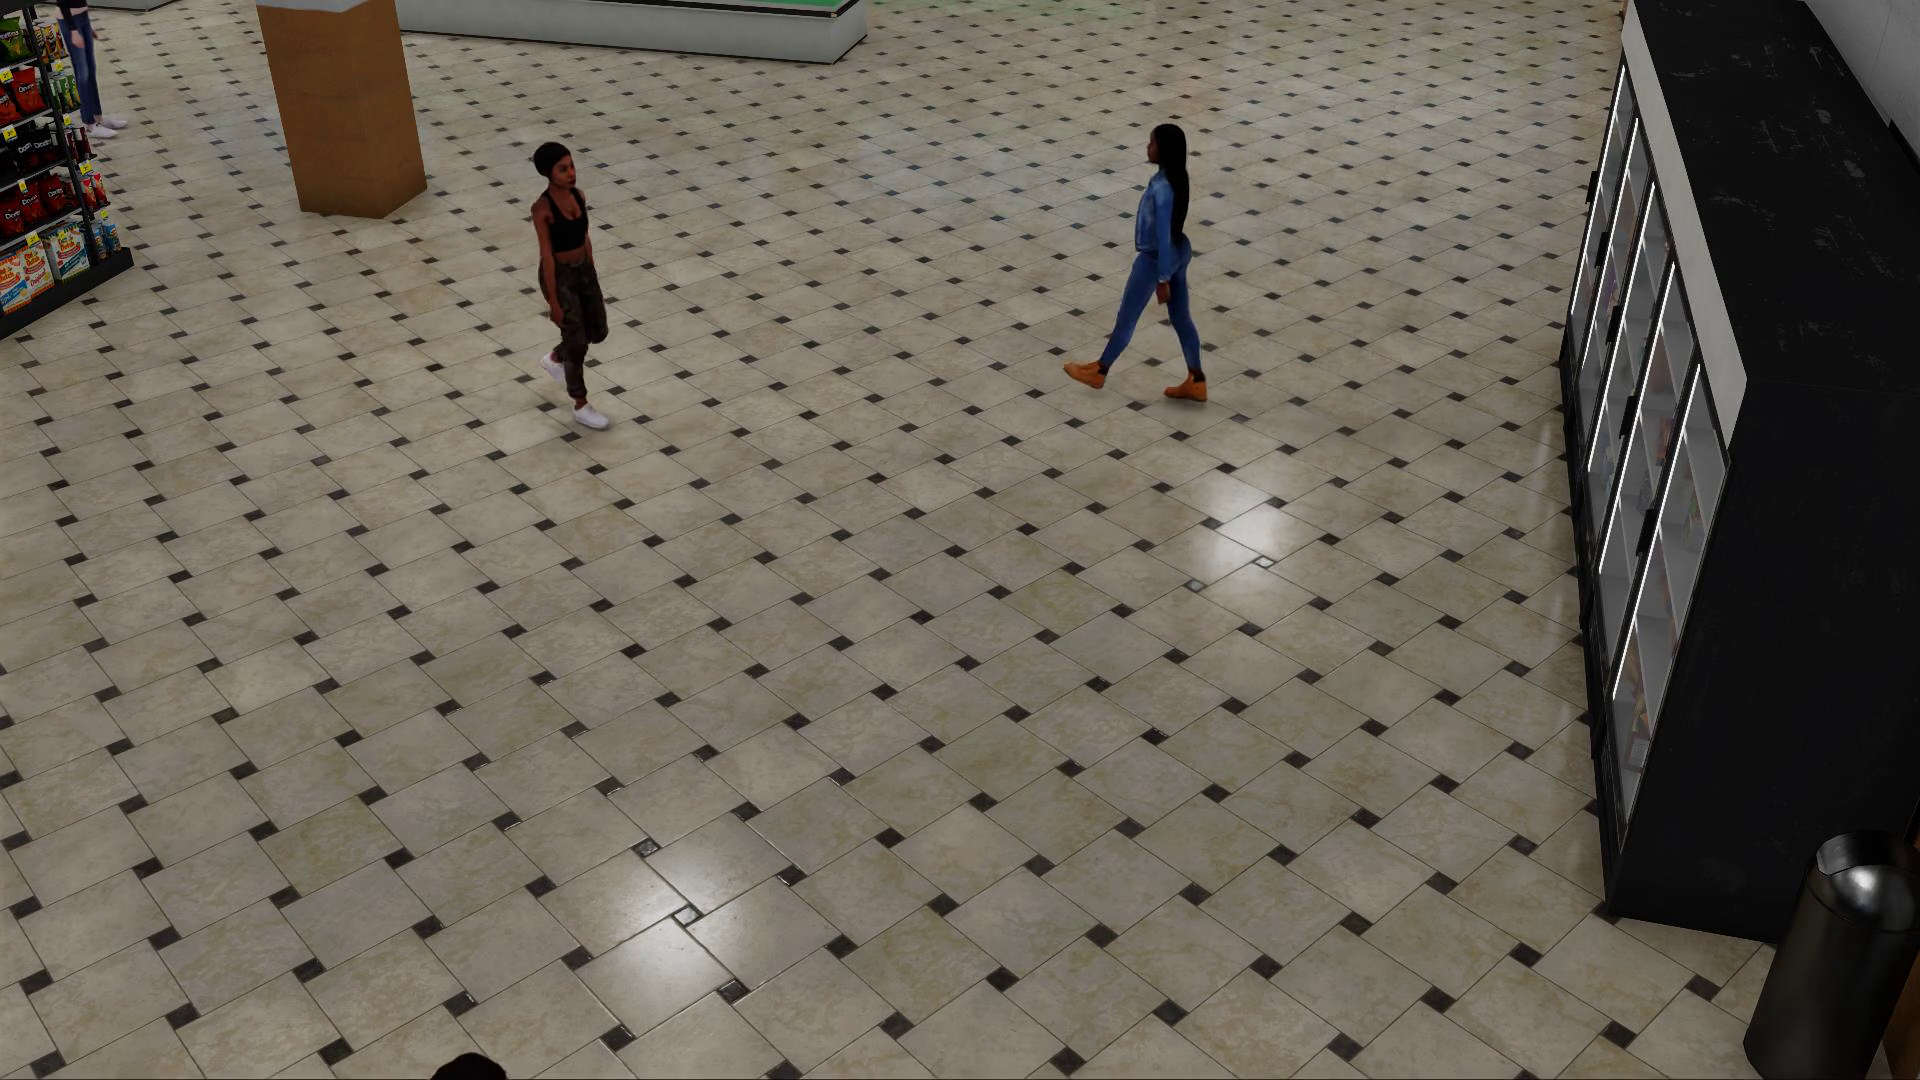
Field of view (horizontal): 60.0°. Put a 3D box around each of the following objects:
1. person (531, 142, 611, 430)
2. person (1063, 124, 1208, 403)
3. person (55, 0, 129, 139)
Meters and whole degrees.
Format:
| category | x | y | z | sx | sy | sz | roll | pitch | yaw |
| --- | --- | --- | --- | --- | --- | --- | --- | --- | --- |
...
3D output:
| category | x | y | z | sx | sy | sz | roll | pitch | yaw |
| --- | --- | --- | --- | --- | --- | --- | --- | --- | --- |
| person | -2.300 | -1.463 | 9.513 | 0.880 | 1.688 | 0.714 | 19 | 36 | 27 |
| person | 1.277 | -1.552 | 9.667 | 1.118 | 1.676 | 0.697 | 10 | 33 | 16 |
| person | -7.433 | -4.306 | 13.985 | 0.639 | 1.789 | 0.641 | -2 | 32 | -3 |
